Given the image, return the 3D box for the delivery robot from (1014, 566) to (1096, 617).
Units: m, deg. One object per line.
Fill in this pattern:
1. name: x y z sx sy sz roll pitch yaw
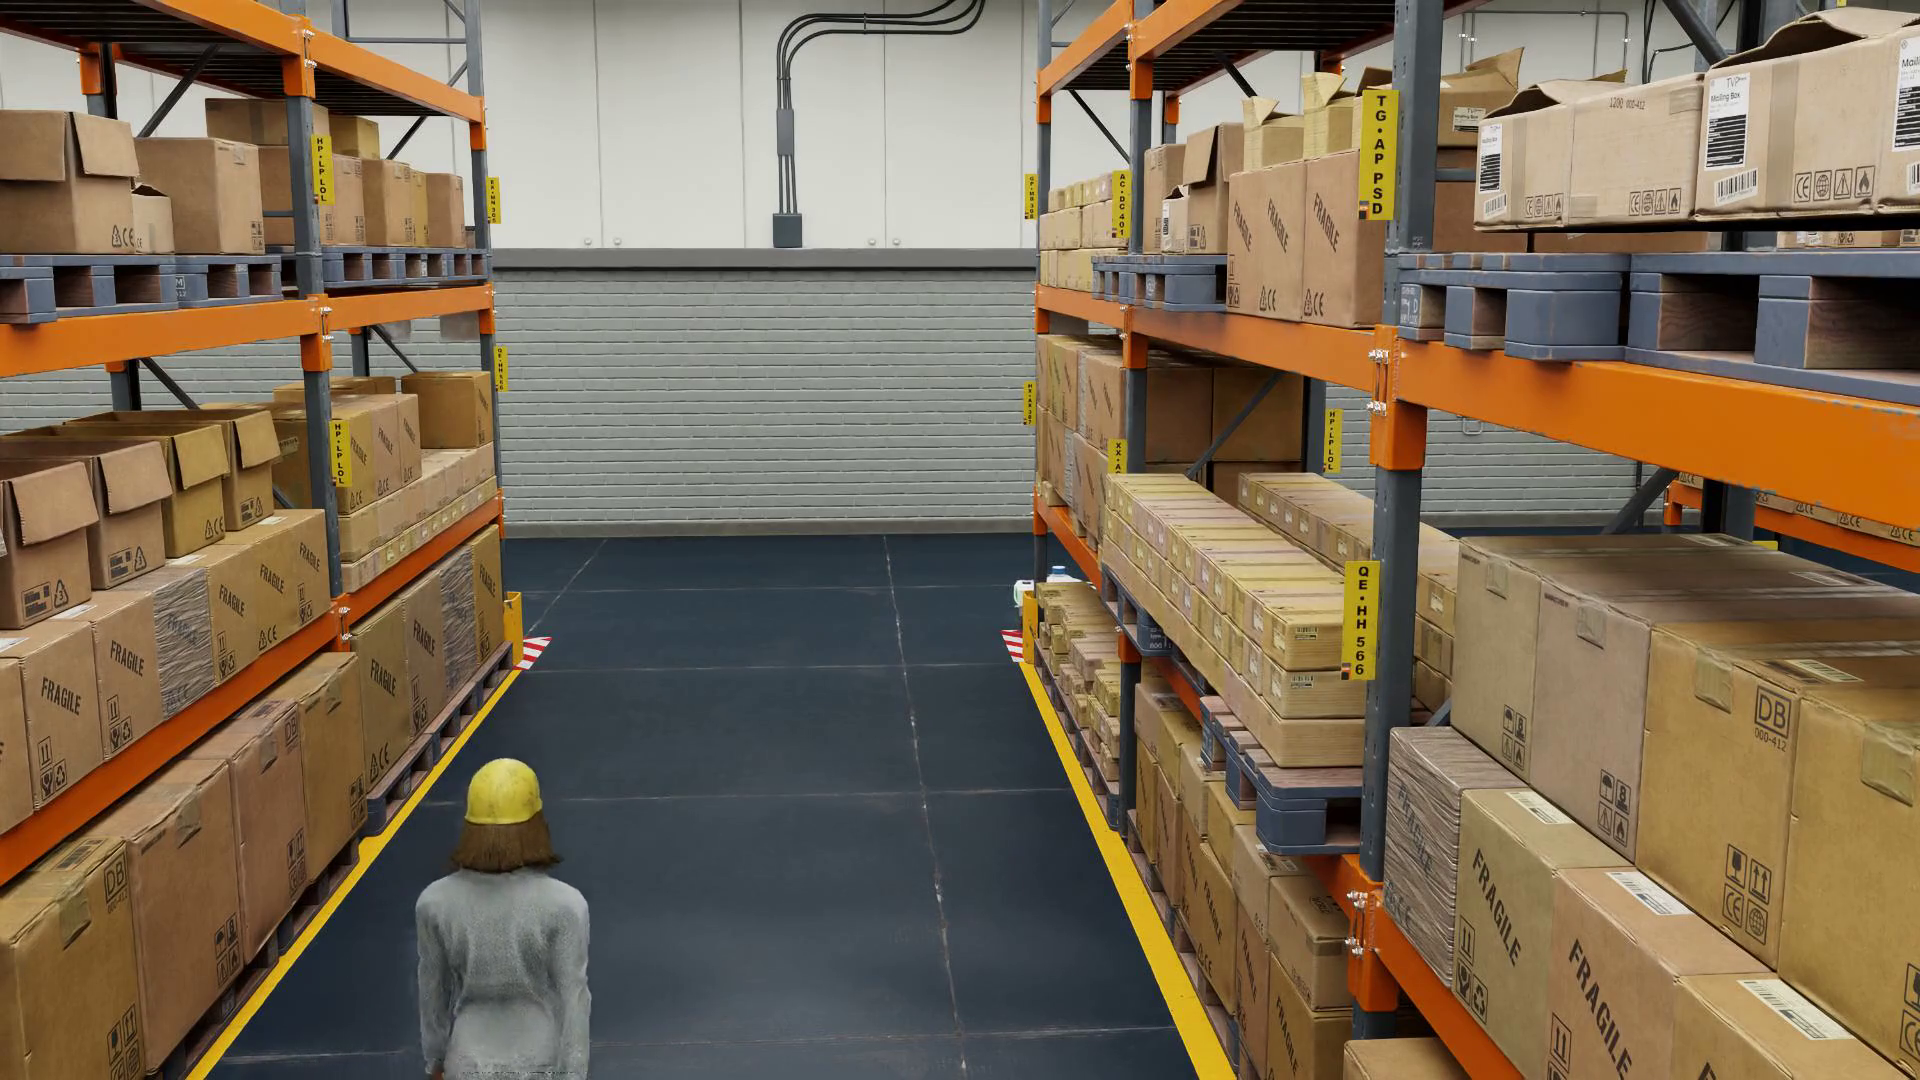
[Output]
1. delivery robot: 0.788 0.454 13.365 0.707 0.478 0.477 1 10 7

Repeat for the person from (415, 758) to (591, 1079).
1. person: -1.237 1.430 4.538 0.502 1.695 0.919 0 10 2
